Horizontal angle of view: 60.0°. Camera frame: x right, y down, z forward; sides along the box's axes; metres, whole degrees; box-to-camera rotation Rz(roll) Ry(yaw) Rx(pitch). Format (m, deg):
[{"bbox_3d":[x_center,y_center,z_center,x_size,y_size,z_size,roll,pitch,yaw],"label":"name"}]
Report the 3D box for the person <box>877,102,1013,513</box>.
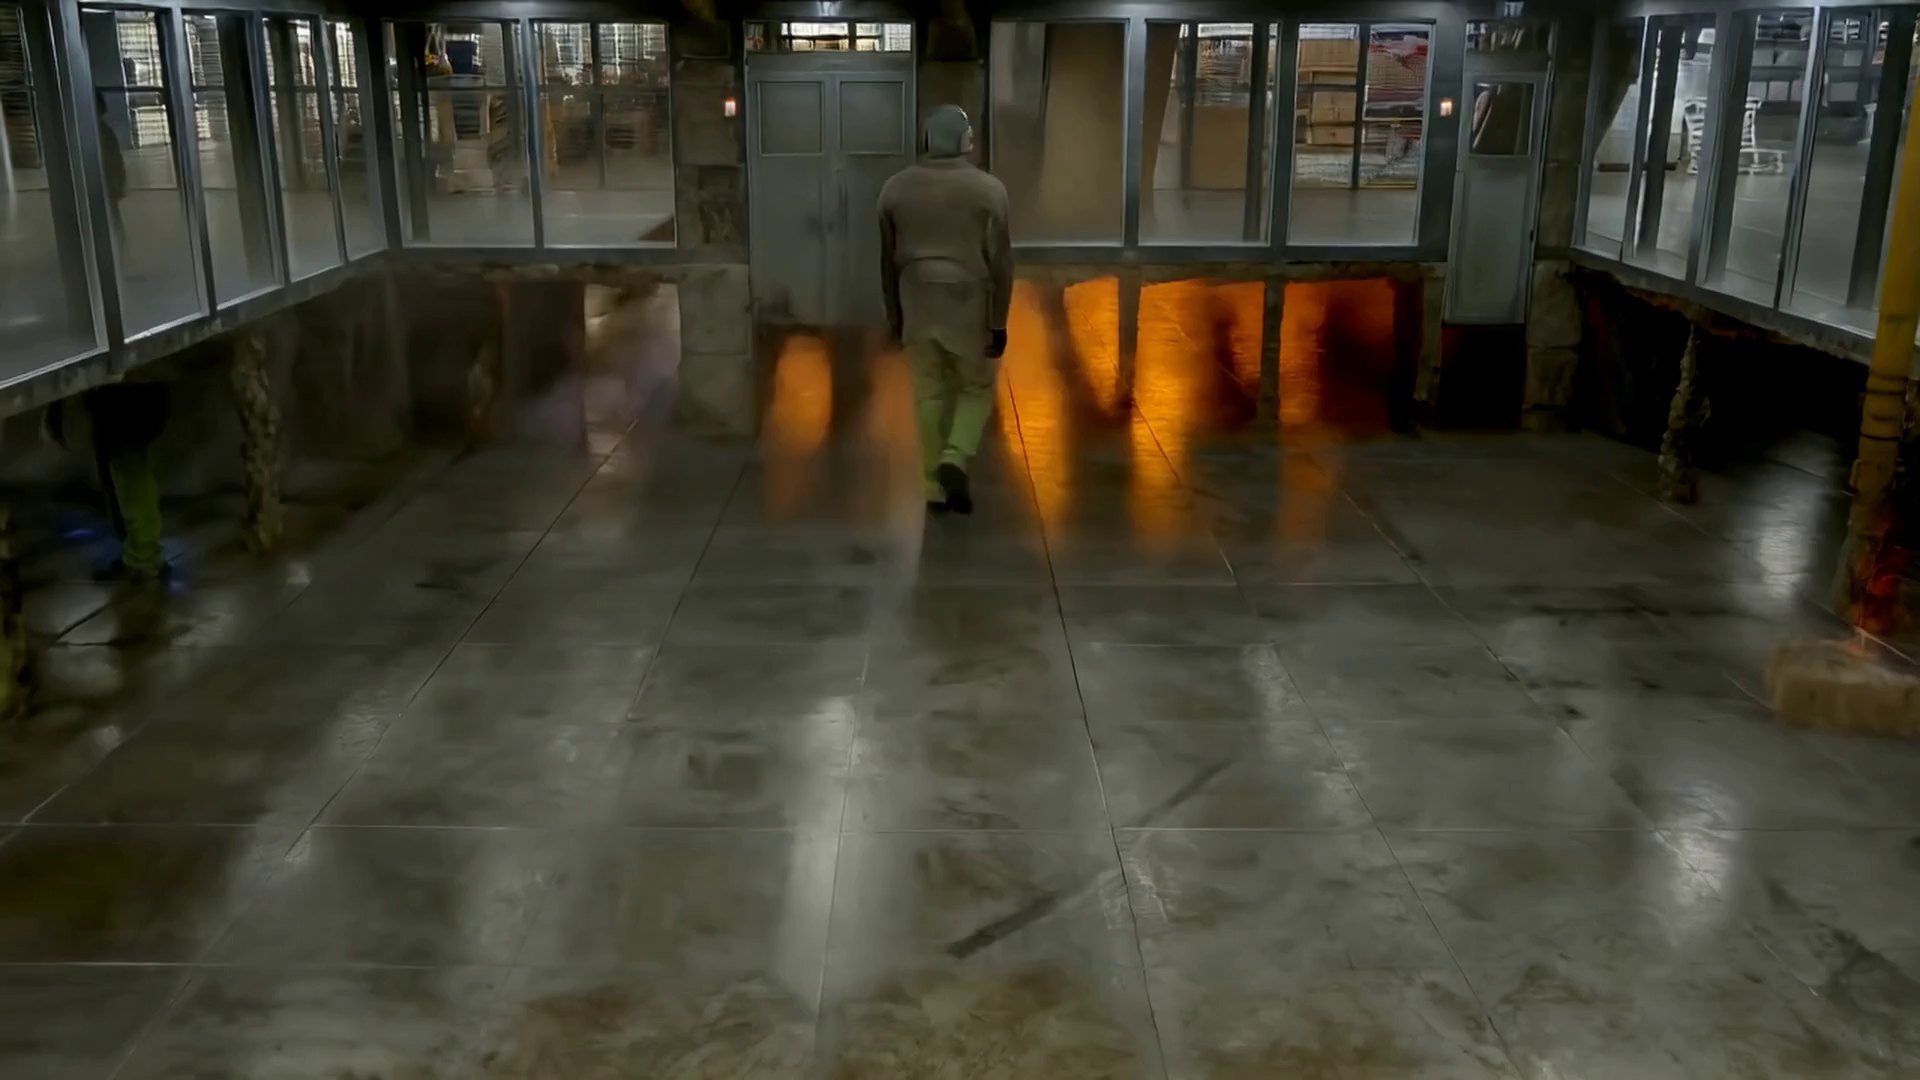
[{"bbox_3d":[-0.074,-1.031,7.634,0.646,1.895,0.528,5,17,17],"label":"person"}]
